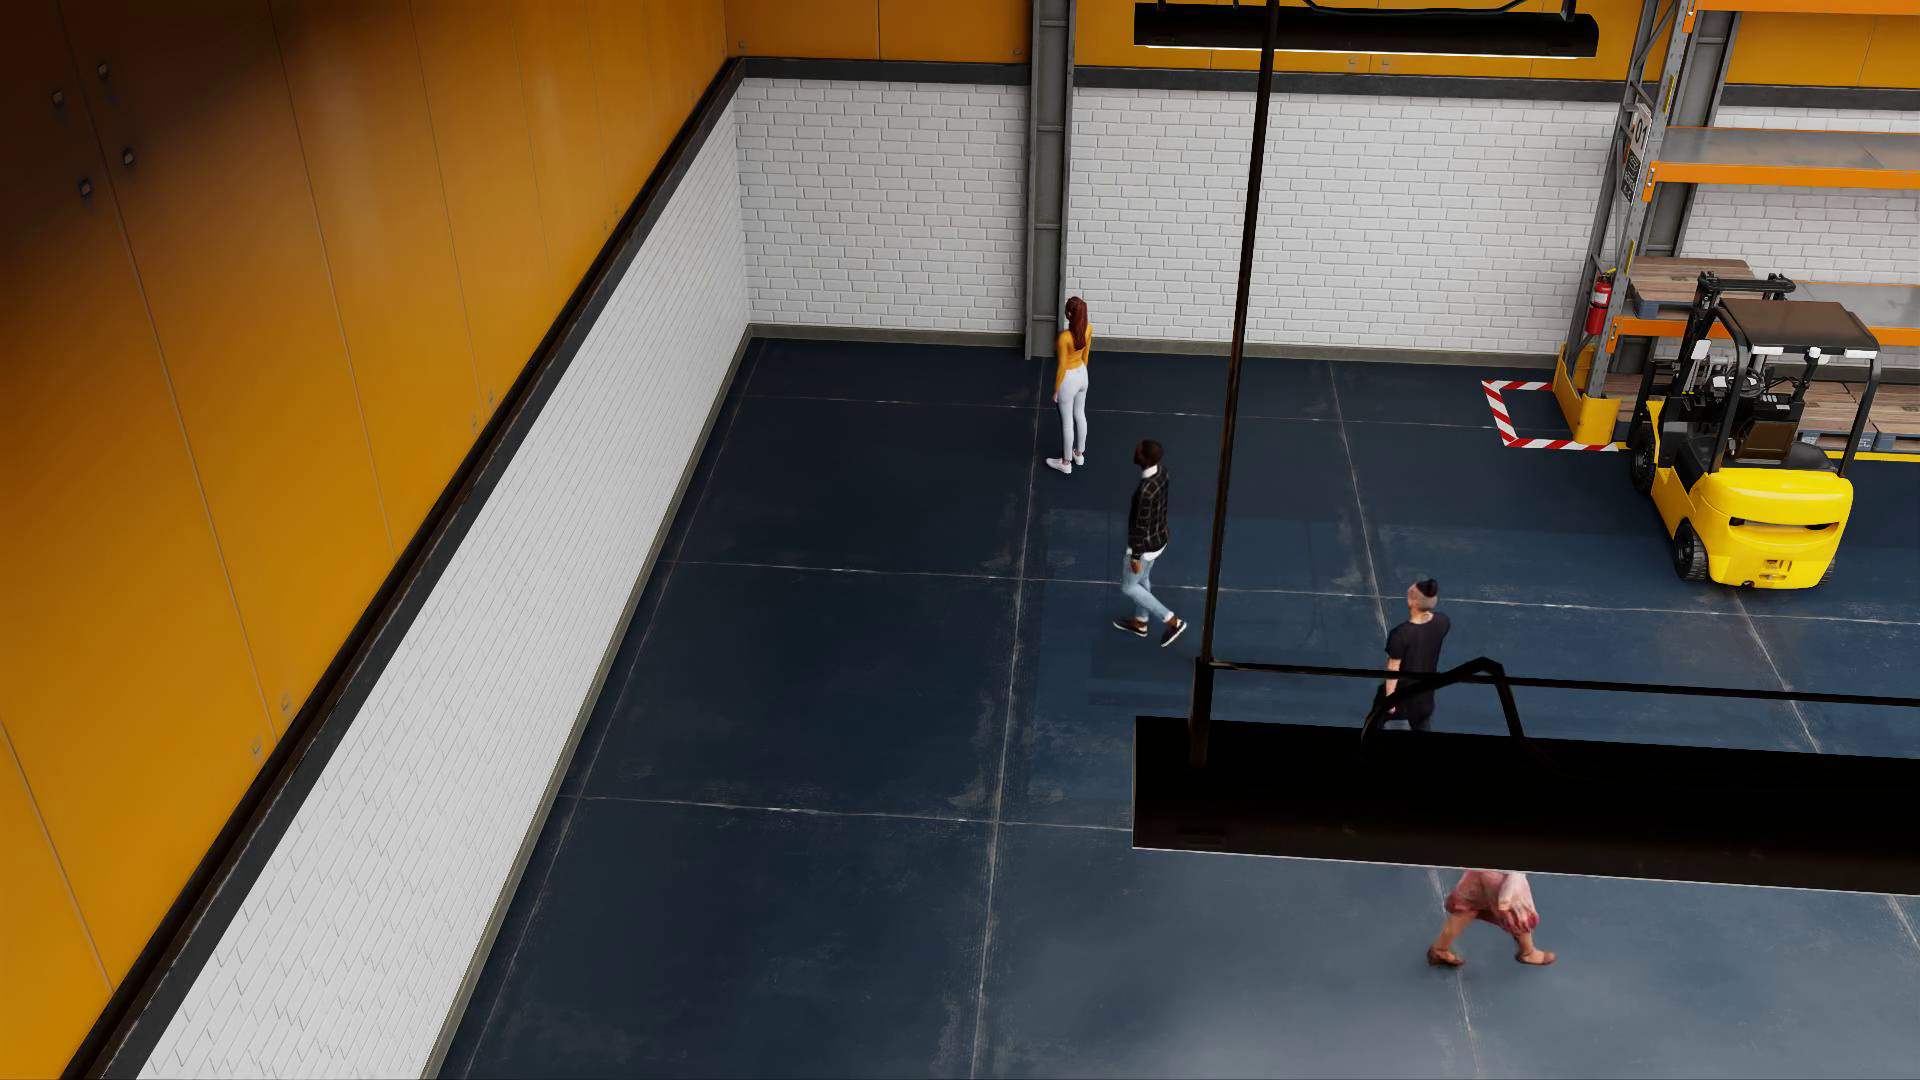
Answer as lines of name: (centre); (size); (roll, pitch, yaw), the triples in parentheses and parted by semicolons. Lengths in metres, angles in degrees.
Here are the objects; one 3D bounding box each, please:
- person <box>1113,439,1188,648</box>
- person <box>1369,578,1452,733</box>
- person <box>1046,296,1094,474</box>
person: (1.535, 0.049, 12.963); (1.019, 1.809, 0.888); (17, 37, 24)
person: (3.149, 1.071, 11.421); (1.218, 1.814, 1.126); (-15, 36, -21)
person: (1.031, -1.434, 15.247); (0.691, 1.751, 0.740); (-29, 43, -36)
